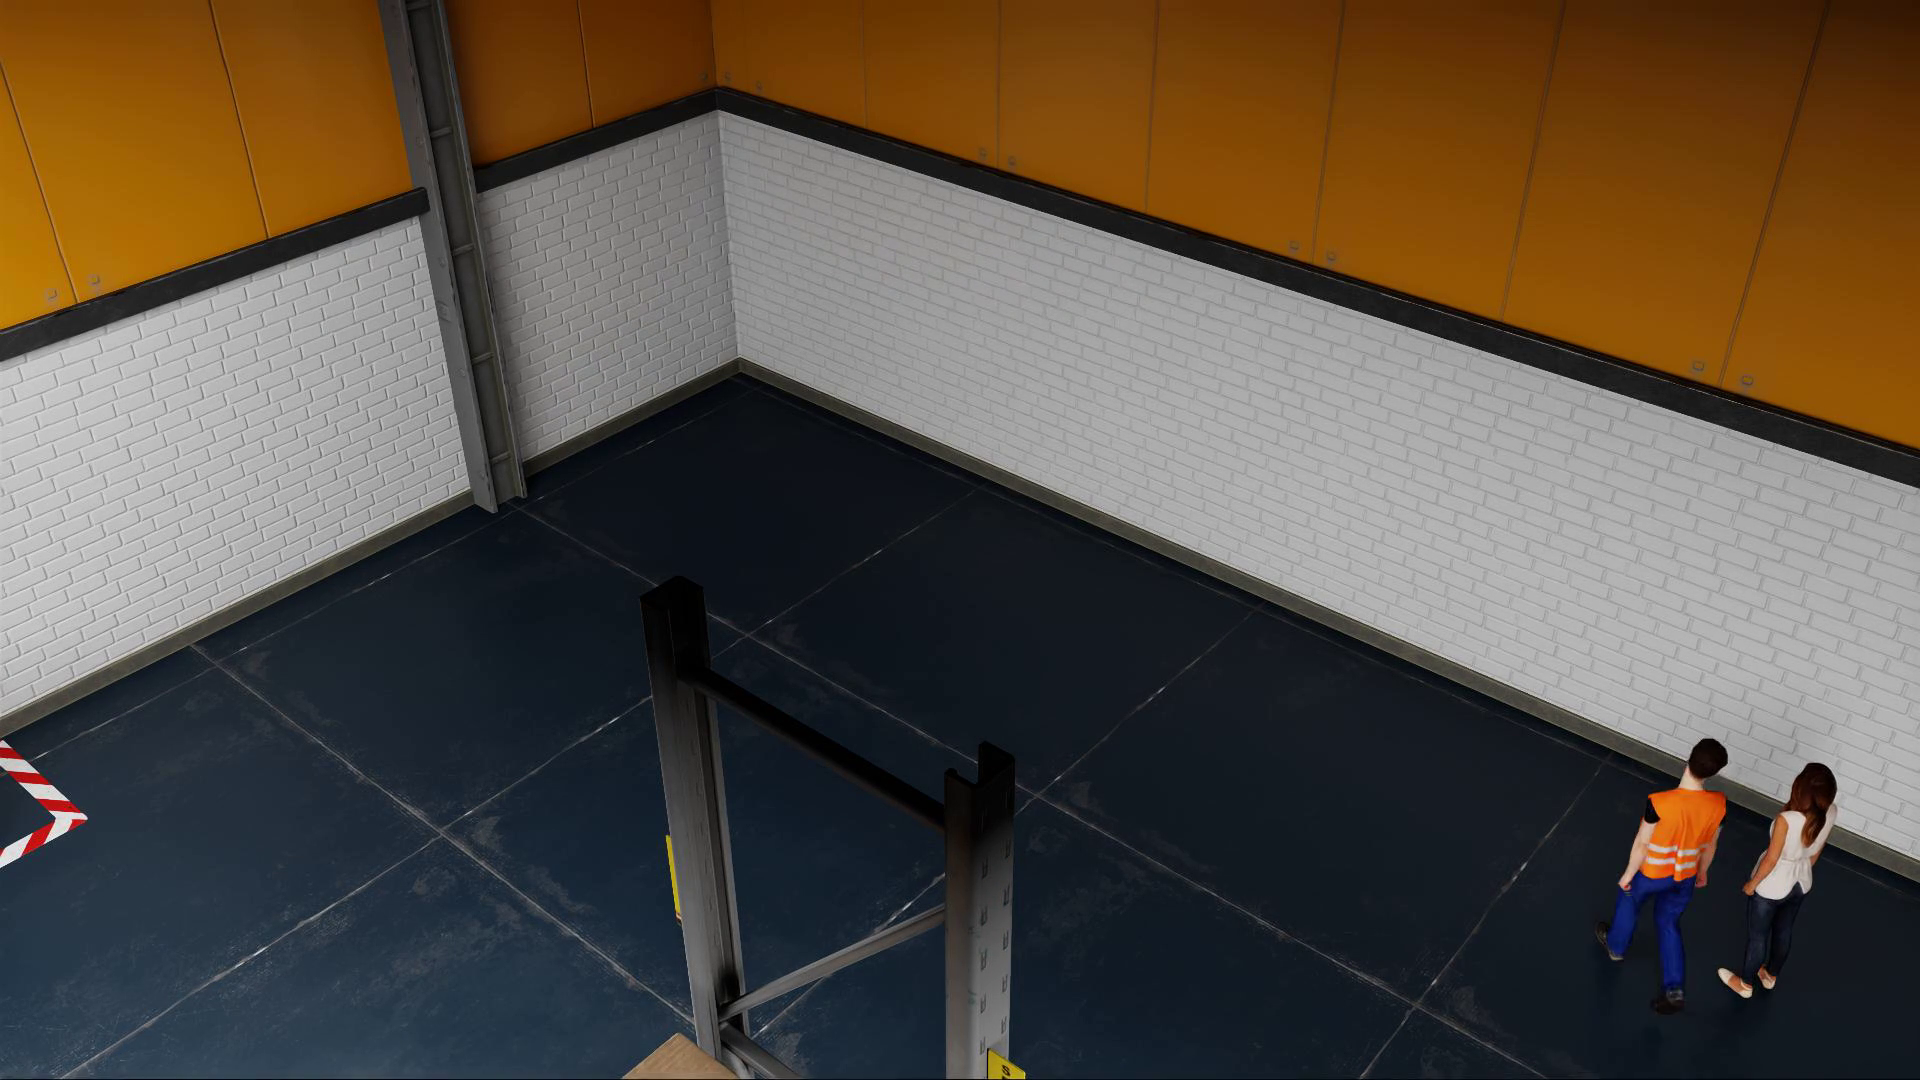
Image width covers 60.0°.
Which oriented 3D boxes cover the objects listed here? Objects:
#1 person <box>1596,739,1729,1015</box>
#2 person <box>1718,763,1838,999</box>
[{"bbox_3d":[4.300,2.058,10.025,1.157,1.850,1.227,-3,34,-5],"label":"person"},{"bbox_3d":[4.987,2.073,10.062,0.645,1.784,0.746,-9,35,-14],"label":"person"}]
